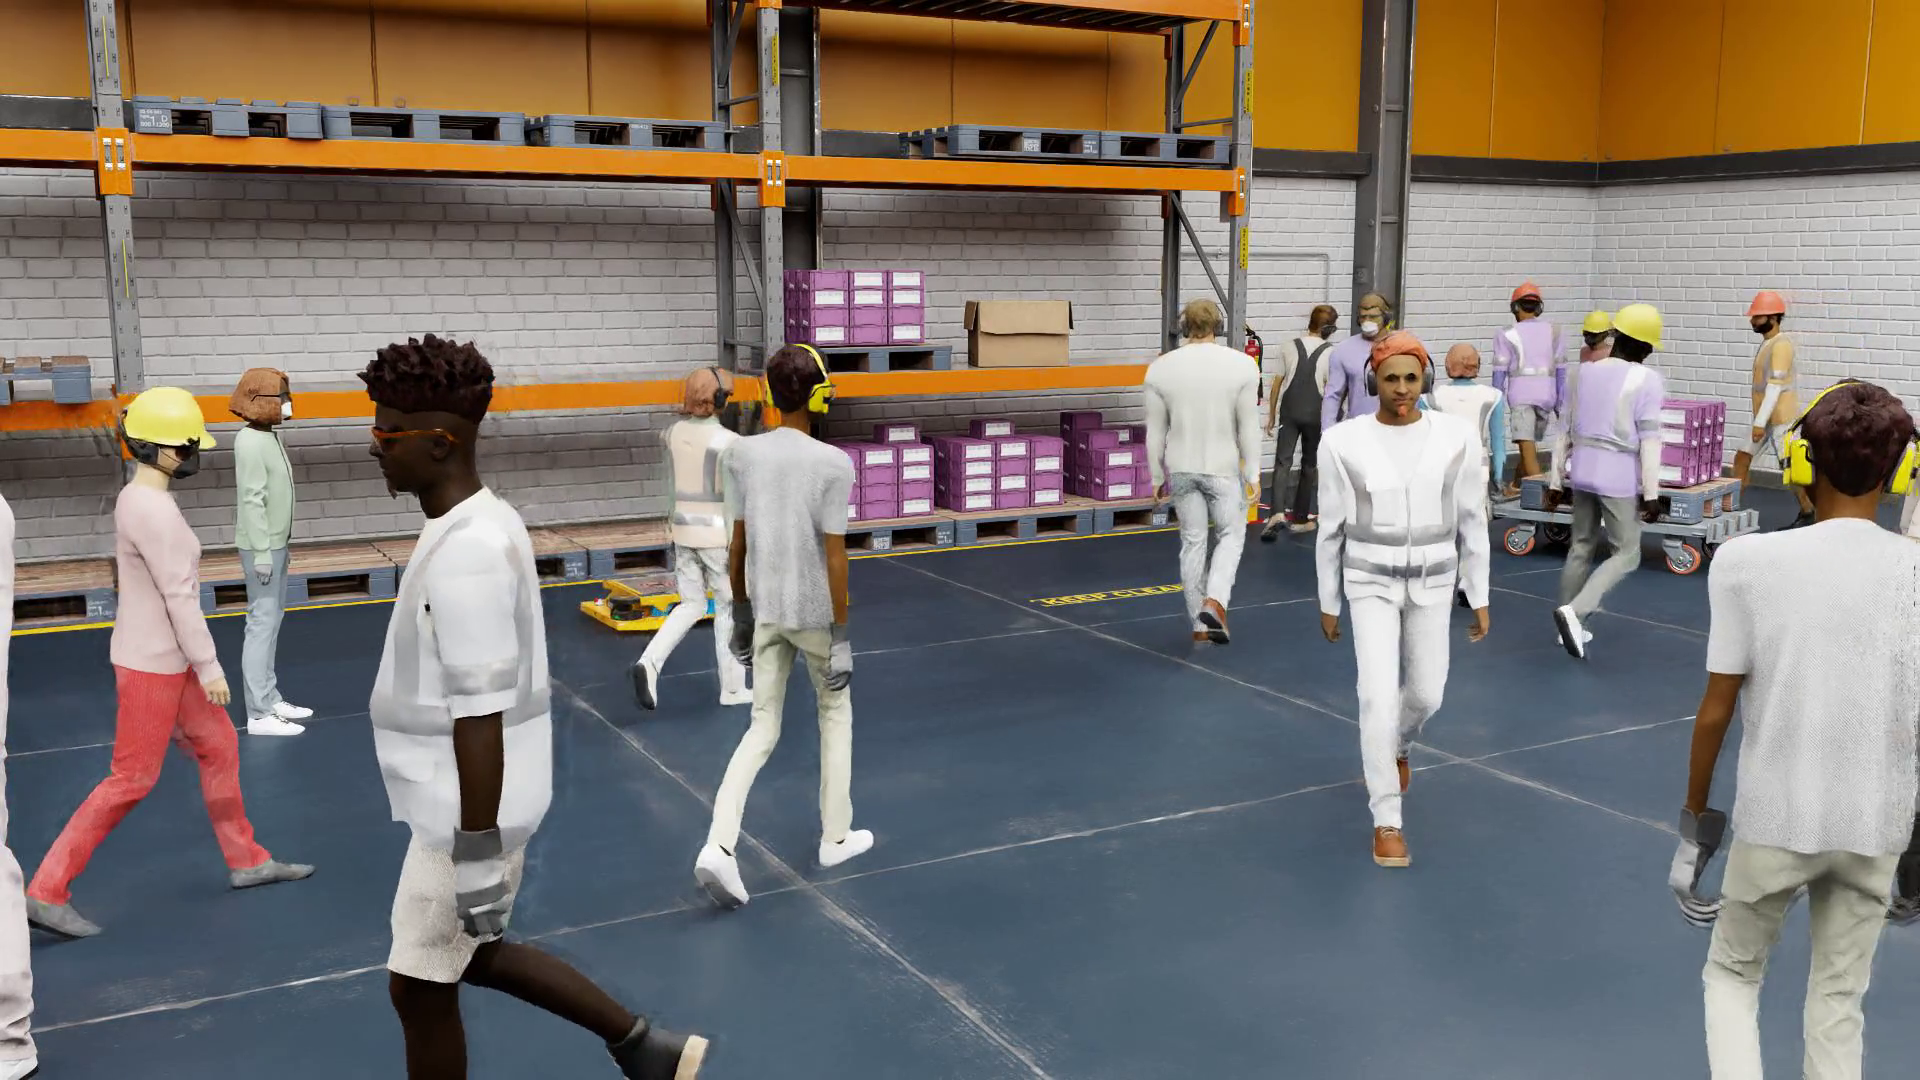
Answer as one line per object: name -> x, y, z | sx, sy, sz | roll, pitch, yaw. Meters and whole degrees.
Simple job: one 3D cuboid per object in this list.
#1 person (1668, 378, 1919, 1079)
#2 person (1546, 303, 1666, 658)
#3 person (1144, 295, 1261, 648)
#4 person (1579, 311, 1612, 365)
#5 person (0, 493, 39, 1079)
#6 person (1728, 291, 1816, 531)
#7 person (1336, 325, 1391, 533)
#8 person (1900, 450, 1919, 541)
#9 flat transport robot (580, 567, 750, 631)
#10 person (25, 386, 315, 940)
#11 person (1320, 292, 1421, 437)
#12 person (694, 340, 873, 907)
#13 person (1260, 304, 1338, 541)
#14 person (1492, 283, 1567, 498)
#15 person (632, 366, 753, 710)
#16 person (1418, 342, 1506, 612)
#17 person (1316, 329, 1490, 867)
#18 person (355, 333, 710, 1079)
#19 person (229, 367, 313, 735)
person -> 1.720, 0.606, 3.370 | 0.532, 1.849, 0.409 | 3, 10, 15
person -> 3.352, -0.305, 8.798 | 0.595, 1.887, 0.630 | -5, 11, -29
person -> 1.295, -0.347, 8.951 | 0.650, 1.919, 0.506 | 3, 10, 19
person -> 5.291, -1.043, 13.814 | 0.740, 1.705, 0.543 | -3, 10, -18
person -> -2.583, 0.453, 4.118 | 0.641, 1.912, 0.410 | 7, 12, 37
person -> 6.185, -0.961, 12.822 | 1.002, 1.879, 0.557 | 2, 9, 10
person -> 3.242, -0.957, 13.017 | 0.936, 1.816, 0.592 | -7, 11, -35
person -> 4.541, 0.035, 7.599 | 0.693, 1.585, 0.608 | -3, 10, -18
flat transport robot -> -1.464, 0.321, 9.900 | 1.431, 0.197, 0.652 | -6, 11, -30
person -> -2.559, 0.371, 5.215 | 0.868, 1.712, 0.520 | -5, 11, -28
person -> 2.694, -0.677, 11.022 | 0.662, 1.895, 0.940 | 6, 11, 32
person -> -0.588, 0.264, 5.489 | 0.527, 1.839, 0.880 | 5, 10, 27
person -> 2.598, -0.888, 12.660 | 0.591, 1.799, 0.846 | 4, 10, 22
person -> 4.739, -1.170, 13.888 | 0.619, 1.953, 1.172 | -1, 9, -7
person -> -1.208, 0.010, 7.672 | 0.522, 1.622, 0.628 | 7, 12, 38
person -> 2.984, -0.371, 9.980 | 0.541, 1.622, 0.368 | 2, 10, 15
person -> 1.569, 0.169, 6.004 | 0.618, 1.863, 0.811 | 1, 9, 3
person -> -0.971, 0.533, 3.525 | 0.768, 1.943, 0.618 | -2, 10, -12
person -> -3.086, 0.046, 7.434 | 0.268, 1.632, 0.507 | -2, 10, -13
